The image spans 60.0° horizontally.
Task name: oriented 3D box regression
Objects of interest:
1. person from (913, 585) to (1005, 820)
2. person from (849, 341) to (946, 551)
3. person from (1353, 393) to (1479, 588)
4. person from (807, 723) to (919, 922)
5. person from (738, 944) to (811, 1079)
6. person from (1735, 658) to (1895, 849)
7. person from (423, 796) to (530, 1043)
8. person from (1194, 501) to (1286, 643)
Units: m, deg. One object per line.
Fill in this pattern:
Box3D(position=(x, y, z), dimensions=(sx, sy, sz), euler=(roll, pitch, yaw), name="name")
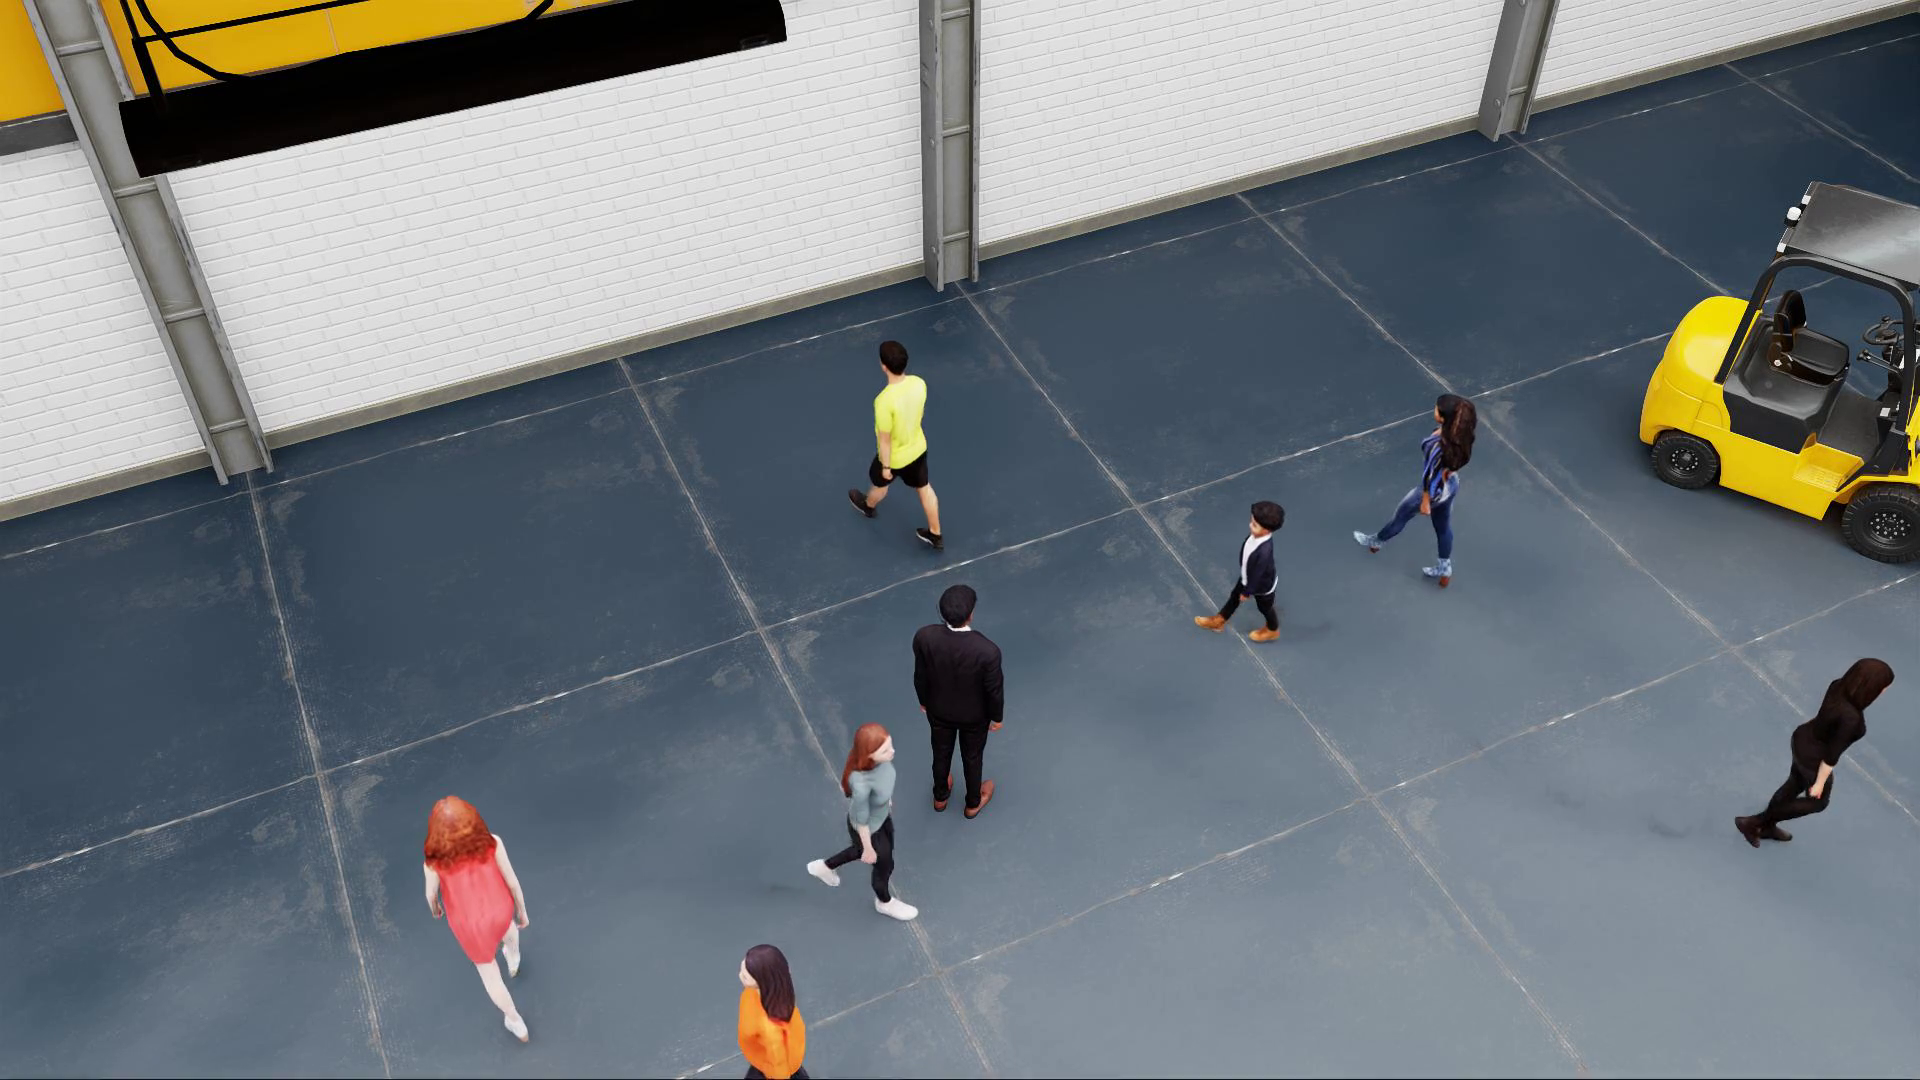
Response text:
Box3D(position=(-0.015, 0.972, 9.841), dimensions=(0.743, 1.884, 0.823), euler=(11, 45, 12), name="person")
Box3D(position=(-0.347, -0.612, 11.666), dimensions=(1.138, 1.660, 0.967), euler=(-34, 53, -30), name="person")
Box3D(position=(3.322, -0.309, 11.401), dimensions=(0.907, 1.587, 1.000), euler=(32, 52, 29), name="person")
Box3D(position=(-0.573, 1.575, 9.323), dimensions=(0.999, 1.726, 0.895), euler=(8, 44, 8), name="person")
Box3D(position=(-0.832, 2.529, 8.313), dimensions=(0.749, 1.738, 0.722), euler=(-2, 44, -2), name="person")
Box3D(position=(4.912, 1.250, 9.735), dimensions=(0.817, 1.627, 0.765), euler=(7, 44, 7), name="person")
Box3D(position=(-2.477, 2.066, 8.755), dimensions=(0.837, 1.799, 0.715), euler=(-24, 48, -23), name="person")
Box3D(position=(2.044, 0.242, 11.105), dimensions=(0.885, 1.197, 0.695), euler=(-2, 44, -2), name="person")
